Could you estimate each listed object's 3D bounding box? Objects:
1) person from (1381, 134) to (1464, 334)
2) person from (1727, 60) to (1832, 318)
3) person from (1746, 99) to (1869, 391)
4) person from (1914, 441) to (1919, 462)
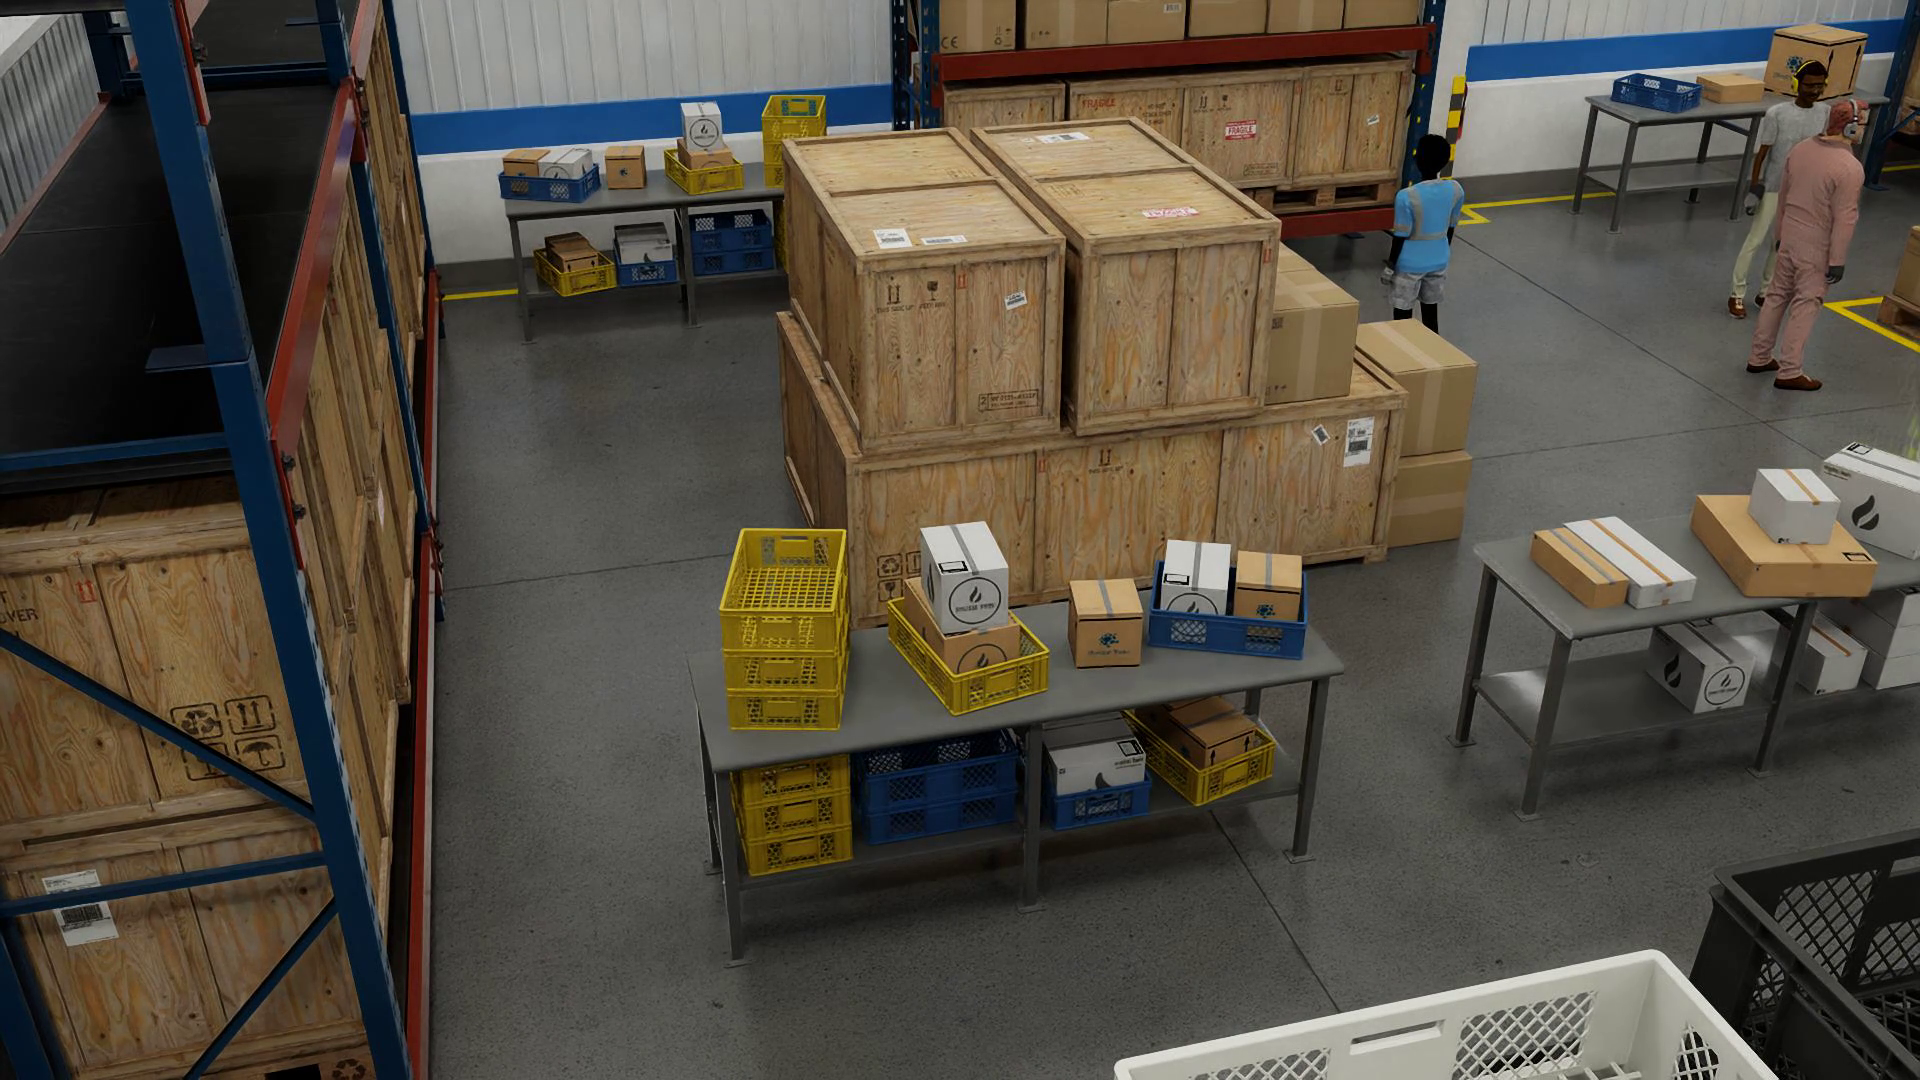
[{"bbox_3d":[3.005,-1.813,10.909,0.533,1.697,0.319,-14,32,-23],"label":"person"},{"bbox_3d":[5.959,-2.523,12.023,0.538,1.869,0.313,-3,29,-5],"label":"person"},{"bbox_3d":[5.616,-1.940,10.927,0.403,1.906,0.651,-6,29,-10],"label":"person"},{"bbox_3d":[4.798,-0.215,7.903,0.767,1.810,0.650,17,33,28],"label":"person"}]
